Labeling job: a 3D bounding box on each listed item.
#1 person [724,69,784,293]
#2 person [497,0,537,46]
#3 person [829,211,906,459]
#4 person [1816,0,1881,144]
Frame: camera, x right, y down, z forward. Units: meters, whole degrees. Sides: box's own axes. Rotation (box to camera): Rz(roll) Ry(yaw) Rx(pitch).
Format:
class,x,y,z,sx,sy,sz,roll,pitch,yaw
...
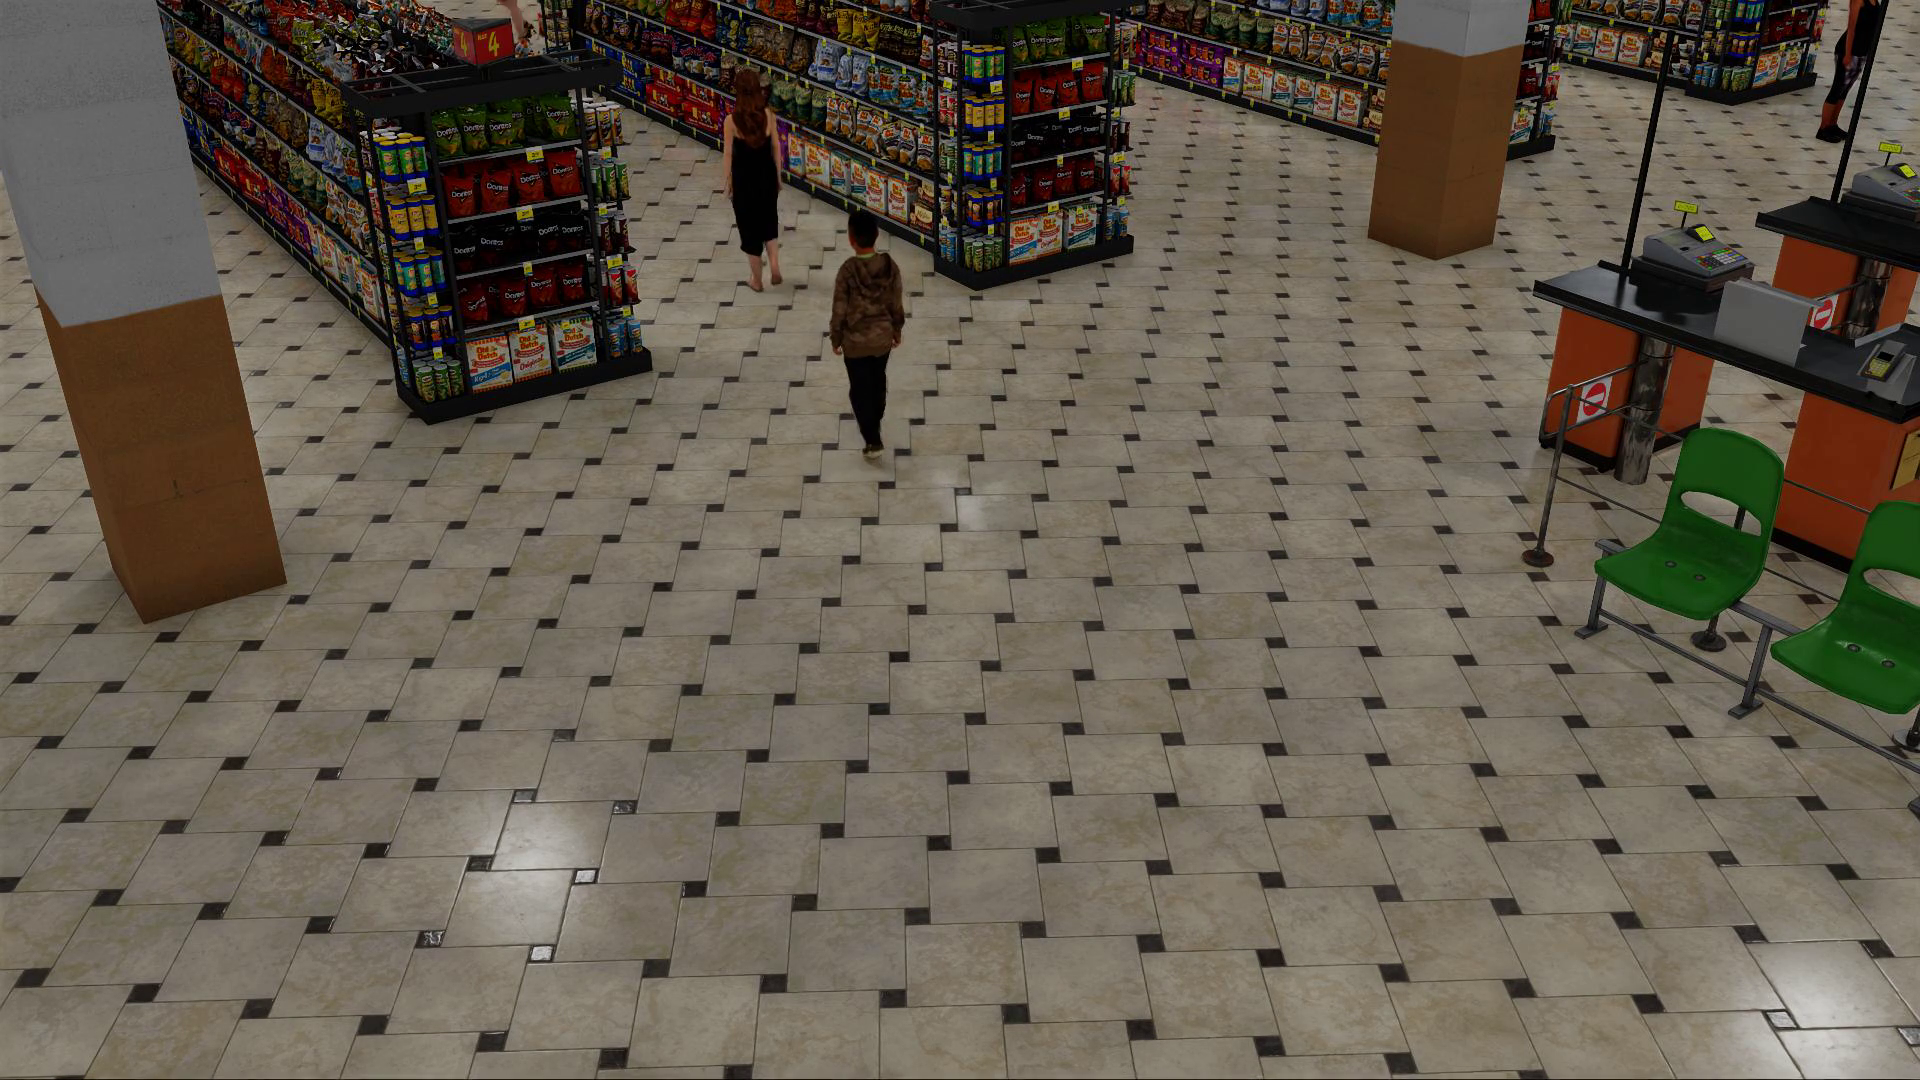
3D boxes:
class,x,y,z,sx,sy,sz,roll,pitch,yaw
person,-1.439,-2.521,11.864,0.640,1.619,0.733,-12,31,-21
person,-5.045,-6.454,18.919,0.826,1.762,0.761,-4,29,-8
person,-0.517,-1.149,9.540,0.664,1.439,0.874,-13,31,-23
person,8.397,-4.612,15.654,0.607,1.658,0.548,-24,37,-37
